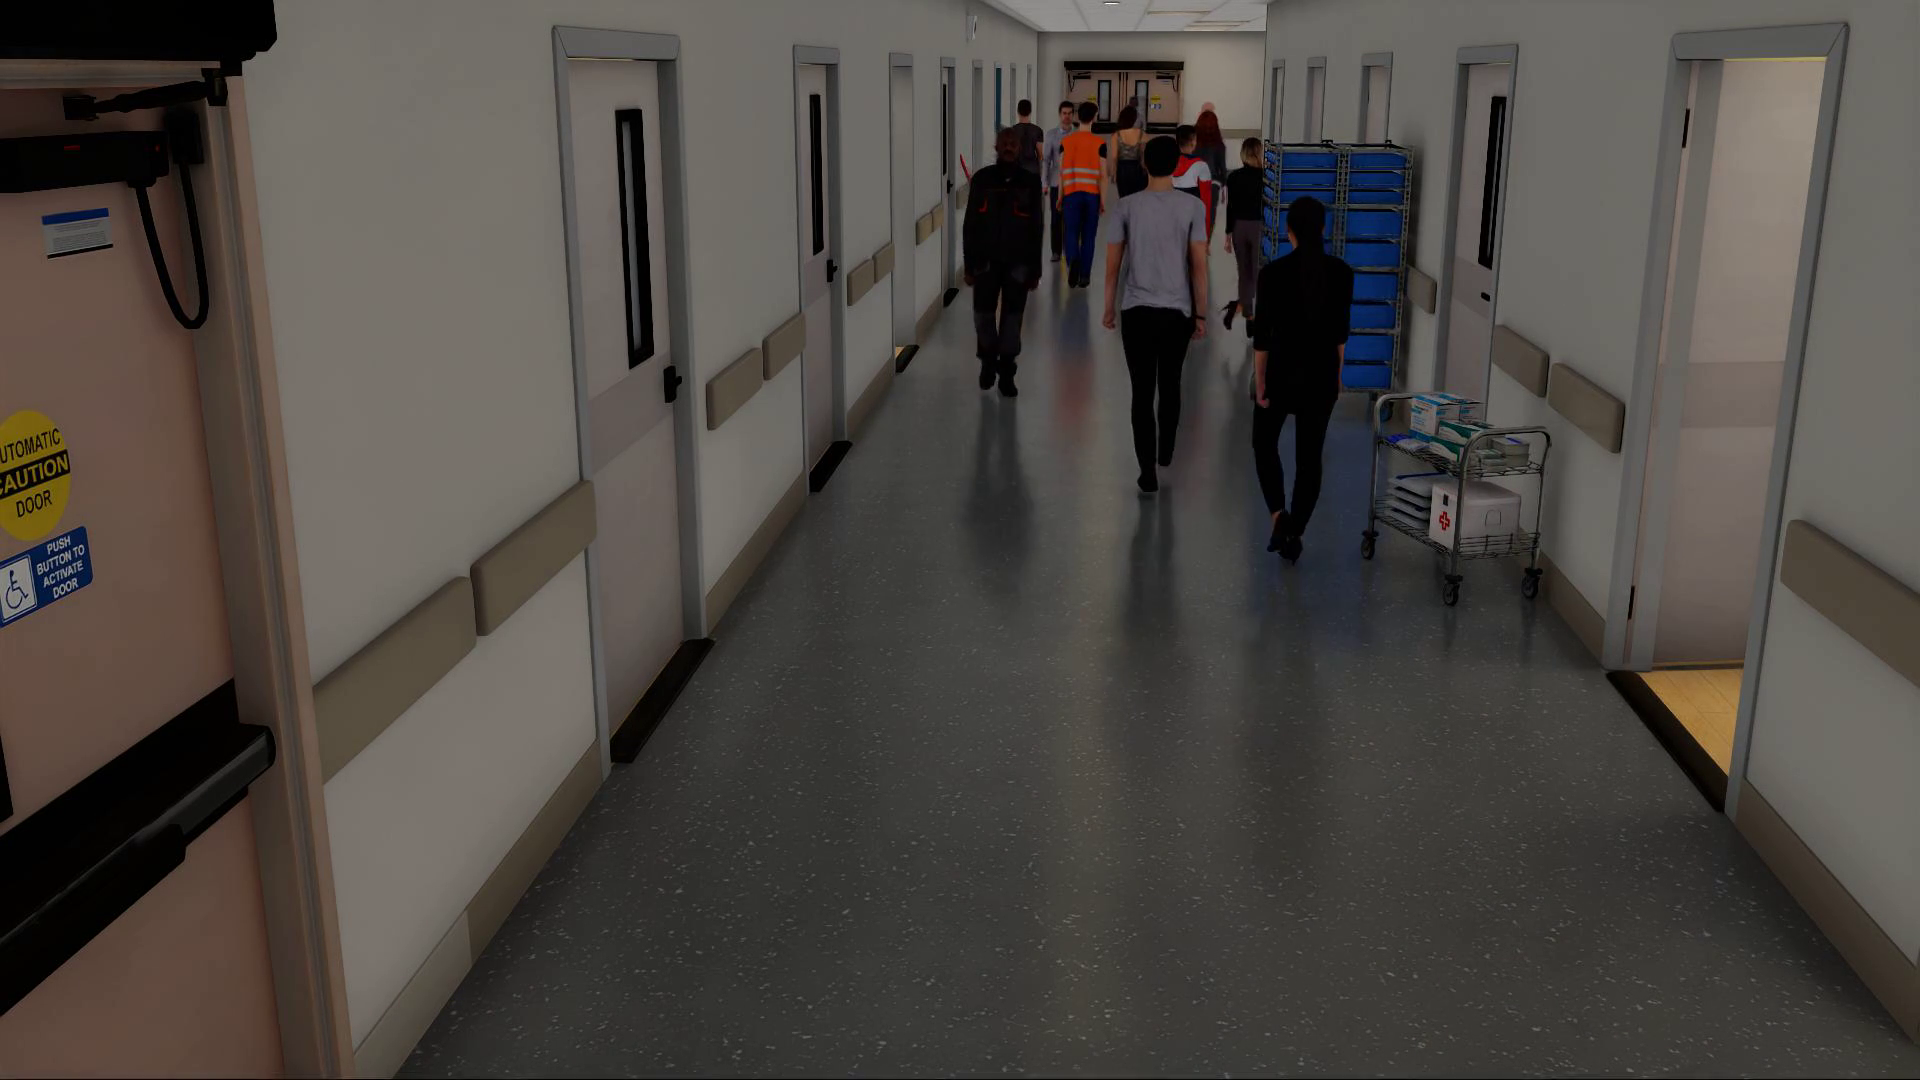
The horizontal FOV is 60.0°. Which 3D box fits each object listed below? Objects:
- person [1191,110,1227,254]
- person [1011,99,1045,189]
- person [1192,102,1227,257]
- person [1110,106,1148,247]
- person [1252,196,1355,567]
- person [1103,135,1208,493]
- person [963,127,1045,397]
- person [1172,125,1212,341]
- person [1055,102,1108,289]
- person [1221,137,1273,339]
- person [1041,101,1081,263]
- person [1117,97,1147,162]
[{"bbox_3d":[2.635,-3.709,17.979,0.795,1.741,1.211,5,17,18],"label":"person"},{"bbox_3d":[0.798,-4.506,20.600,0.705,1.853,0.656,-4,16,-12],"label":"person"},{"bbox_3d":[2.945,-4.383,20.205,0.749,1.830,0.729,-2,16,-7],"label":"person"},{"bbox_3d":[2.126,-4.514,20.893,0.743,1.711,1.229,-1,16,-3],"label":"person"},{"bbox_3d":[1.517,-0.668,7.364,0.628,1.649,0.663,-1,16,-2],"label":"person"},{"bbox_3d":[1.022,-1.147,8.722,0.687,1.834,1.052,2,16,5],"label":"person"},{"bbox_3d":[0.292,-1.943,11.581,0.759,1.815,0.746,-1,16,-3],"label":"person"},{"bbox_3d":[1.864,-2.575,13.929,0.709,1.756,0.690,9,18,29],"label":"person"},{"bbox_3d":[1.225,-3.469,16.902,0.710,1.865,1.047,2,16,9],"label":"person"},{"bbox_3d":[2.352,-2.425,13.608,0.880,1.643,1.054,10,19,31],"label":"person"},{"bbox_3d":[1.249,-4.199,19.530,0.724,1.845,0.660,1,16,4],"label":"person"},{"bbox_3d":[2.891,-6.579,28.177,0.757,1.733,1.210,4,16,13],"label":"person"}]
